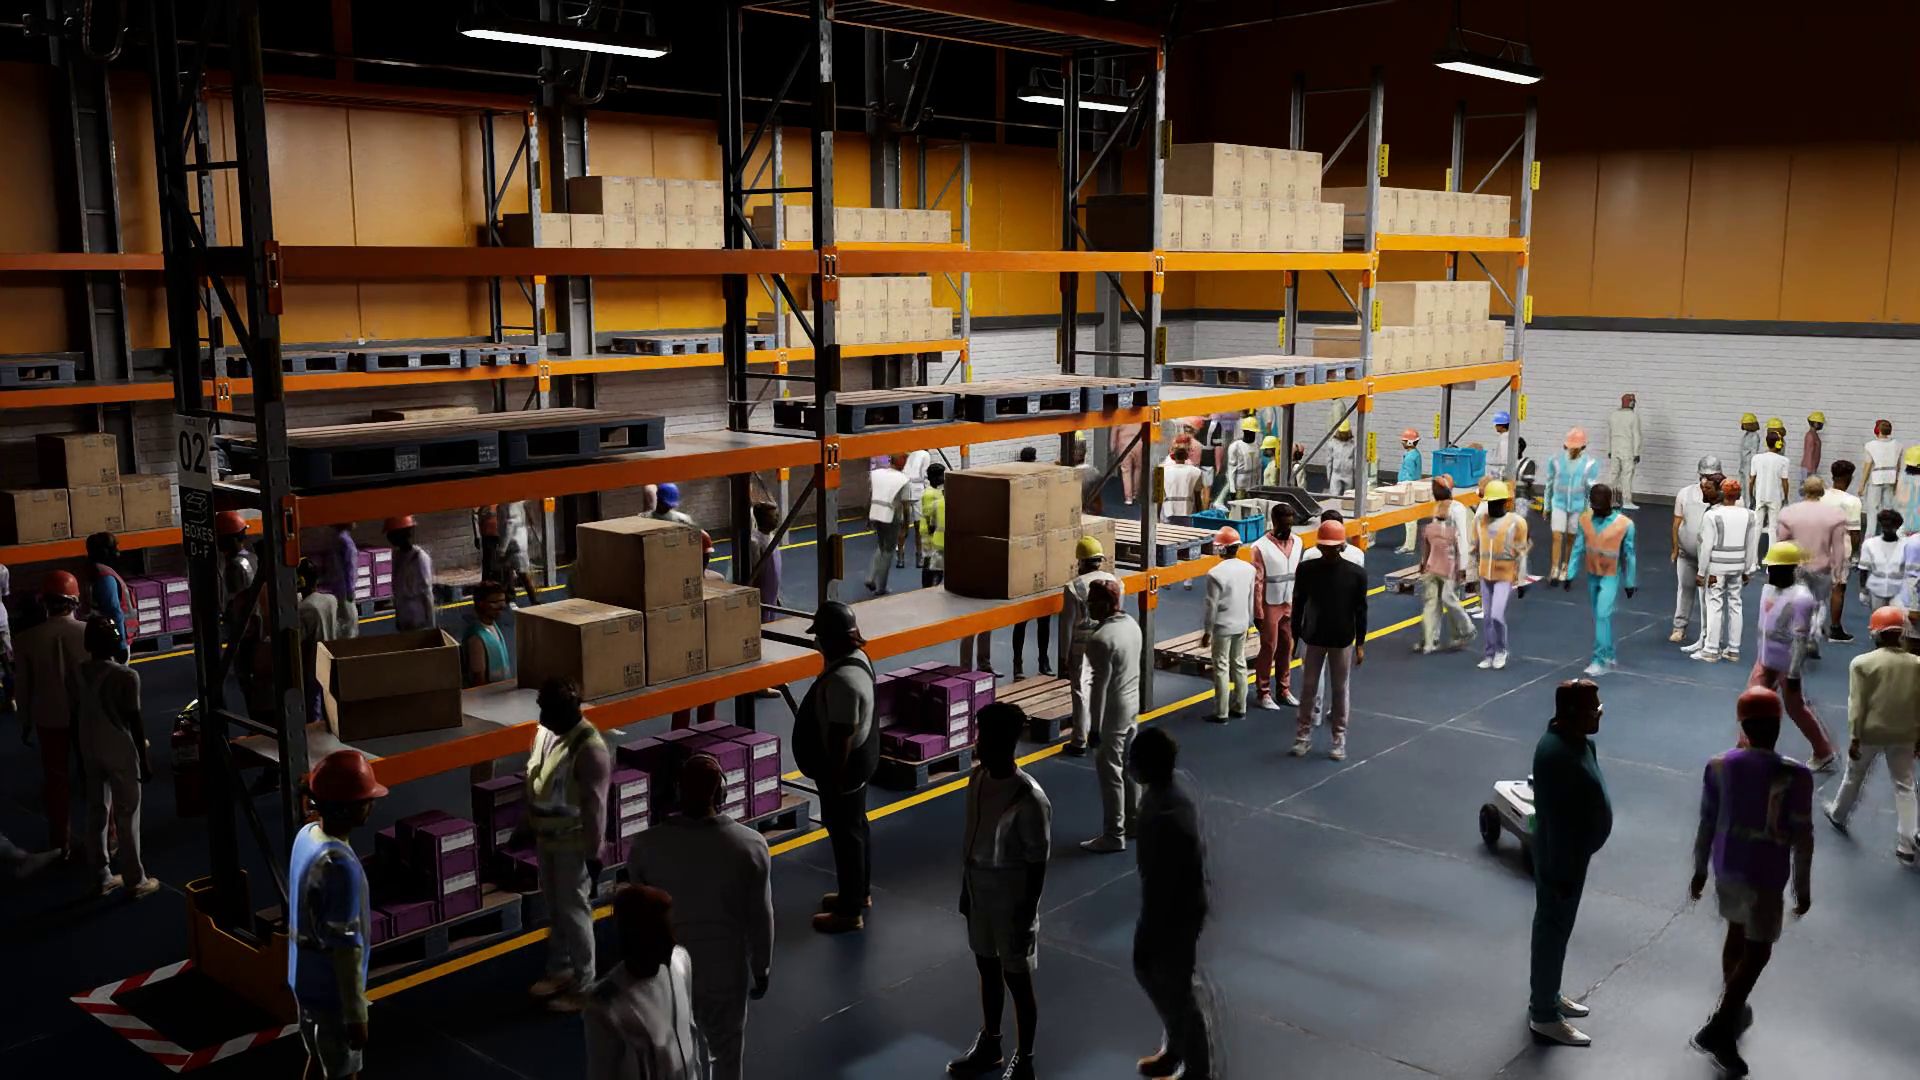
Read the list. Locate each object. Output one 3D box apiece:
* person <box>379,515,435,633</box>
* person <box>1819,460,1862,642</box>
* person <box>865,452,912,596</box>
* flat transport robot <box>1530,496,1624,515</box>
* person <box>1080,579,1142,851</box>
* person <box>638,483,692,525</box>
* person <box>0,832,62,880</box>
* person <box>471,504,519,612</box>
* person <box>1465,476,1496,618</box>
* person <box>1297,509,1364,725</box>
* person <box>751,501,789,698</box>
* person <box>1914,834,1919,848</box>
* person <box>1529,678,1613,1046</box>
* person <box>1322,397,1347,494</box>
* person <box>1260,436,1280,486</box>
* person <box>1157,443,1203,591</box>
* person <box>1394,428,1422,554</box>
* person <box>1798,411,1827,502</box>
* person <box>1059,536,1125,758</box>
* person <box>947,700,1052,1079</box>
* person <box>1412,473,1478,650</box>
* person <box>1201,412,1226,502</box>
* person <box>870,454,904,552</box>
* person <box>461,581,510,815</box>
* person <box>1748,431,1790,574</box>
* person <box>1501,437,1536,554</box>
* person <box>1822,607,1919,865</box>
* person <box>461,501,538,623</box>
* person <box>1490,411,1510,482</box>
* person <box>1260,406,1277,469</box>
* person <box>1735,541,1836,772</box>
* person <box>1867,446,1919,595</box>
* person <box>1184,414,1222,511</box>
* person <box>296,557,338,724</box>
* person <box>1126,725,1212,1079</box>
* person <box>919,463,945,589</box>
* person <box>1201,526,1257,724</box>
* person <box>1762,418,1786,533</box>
[{"bbox_3d":[-4.761,0.663,14.705,0.596,1.913,0.633,9,13,44],"label":"person"},{"bbox_3d":[9.376,0.112,17.839,0.361,1.963,0.616,-4,10,-25],"label":"person"},{"bbox_3d":[-0.862,-0.212,20.229,0.628,1.809,0.470,7,12,37],"label":"person"},{"bbox_3d":[9.905,-0.532,26.735,0.652,0.197,1.431,-3,10,-19],"label":"flat transport robot"},{"bbox_3d":[1.032,1.205,11.561,0.406,1.895,0.660,5,11,28],"label":"person"},{"bbox_3d":[-3.005,0.365,16.583,0.658,1.868,0.985,2,10,10],"label":"person"},{"bbox_3d":[-6.315,1.407,10.546,0.983,1.814,0.534,-5,11,-25],"label":"person"},{"bbox_3d":[-5.337,-0.100,19.244,0.586,1.919,0.379,-5,11,-28],"label":"person"},{"bbox_3d":[6.001,0.076,19.045,0.283,1.633,0.500,1,10,3],"label":"person"},{"bbox_3d":[3.249,0.685,14.600,0.599,1.909,0.402,-3,10,-18],"label":"person"},{"bbox_3d":[-1.818,0.547,15.604,0.342,1.846,0.509,2,10,11],"label":"person"},{"bbox_3d":[6.785,1.318,10.848,0.755,1.891,0.596,6,11,33],"label":"person"},{"bbox_3d":[3.207,1.662,8.762,0.406,1.909,0.641,4,10,21],"label":"person"},{"bbox_3d":[6.549,-1.779,29.036,0.376,1.997,0.612,3,10,15],"label":"person"},{"bbox_3d":[4.150,-0.512,22.195,0.335,1.760,0.523,1,10,8],"label":"person"},{"bbox_3d":[2.704,-0.281,20.572,0.562,1.838,0.389,1,10,6],"label":"person"},{"bbox_3d":[6.264,-0.685,23.232,0.329,1.751,0.571,3,10,20],"label":"person"},{"bbox_3d":[13.189,-1.111,25.745,0.314,1.764,0.535,6,11,30],"label":"person"},{"bbox_3d":[1.069,0.877,13.704,0.596,1.824,0.403,-6,11,-30],"label":"person"},{"bbox_3d":[0.192,1.739,8.125,0.367,1.967,0.606,-6,11,-33],"label":"person"},{"bbox_3d":[5.104,0.242,17.320,0.729,1.875,0.688,-2,10,-10],"label":"person"},{"bbox_3d":[4.168,-1.615,28.030,0.664,2.002,0.600,-6,11,-31],"label":"person"},{"bbox_3d":[-0.985,-0.787,23.365,0.581,1.919,0.400,2,10,13],"label":"person"},{"bbox_3d":[-3.358,1.194,11.749,0.390,1.841,0.564,-1,10,-8],"label":"person"},{"bbox_3d":[10.582,-0.493,21.762,0.319,1.863,0.521,-8,12,-39],"label":"person"},{"bbox_3d":[7.674,-0.594,22.891,0.399,1.685,0.547,-6,11,-32],"label":"person"},{"bbox_3d":[6.404,1.313,11.527,0.577,1.676,0.952,1,10,4],"label":"person"},{"bbox_3d":[-5.088,0.047,18.428,0.945,1.890,0.563,-6,11,-30],"label":"person"},{"bbox_3d":[7.754,-0.869,23.759,0.402,1.944,0.605,3,10,20],"label":"person"},{"bbox_3d":[5.501,-1.800,29.670,0.434,1.825,0.562,1,10,8],"label":"person"},{"bbox_3d":[6.549,0.935,13.165,0.953,1.892,0.598,-1,10,-8],"label":"person"},{"bbox_3d":[11.575,-0.220,20.160,0.974,1.864,0.583,-2,10,-12],"label":"person"},{"bbox_3d":[3.714,-1.188,25.432,0.611,2.030,0.410,5,11,26],"label":"person"},{"bbox_3d":[-4.891,1.043,12.609,0.334,1.860,0.509,3,10,17],"label":"person"},{"bbox_3d":[1.011,1.797,7.970,0.494,1.900,0.661,1,10,6],"label":"person"},{"bbox_3d":[-0.318,-0.078,19.780,0.321,1.695,0.529,1,10,8],"label":"person"},{"bbox_3d":[2.354,0.745,14.695,0.568,1.749,0.338,-7,12,-37],"label":"person"},{"bbox_3d":[12.200,-0.968,24.976,0.322,1.737,0.484,8,12,39],"label":"person"}]
